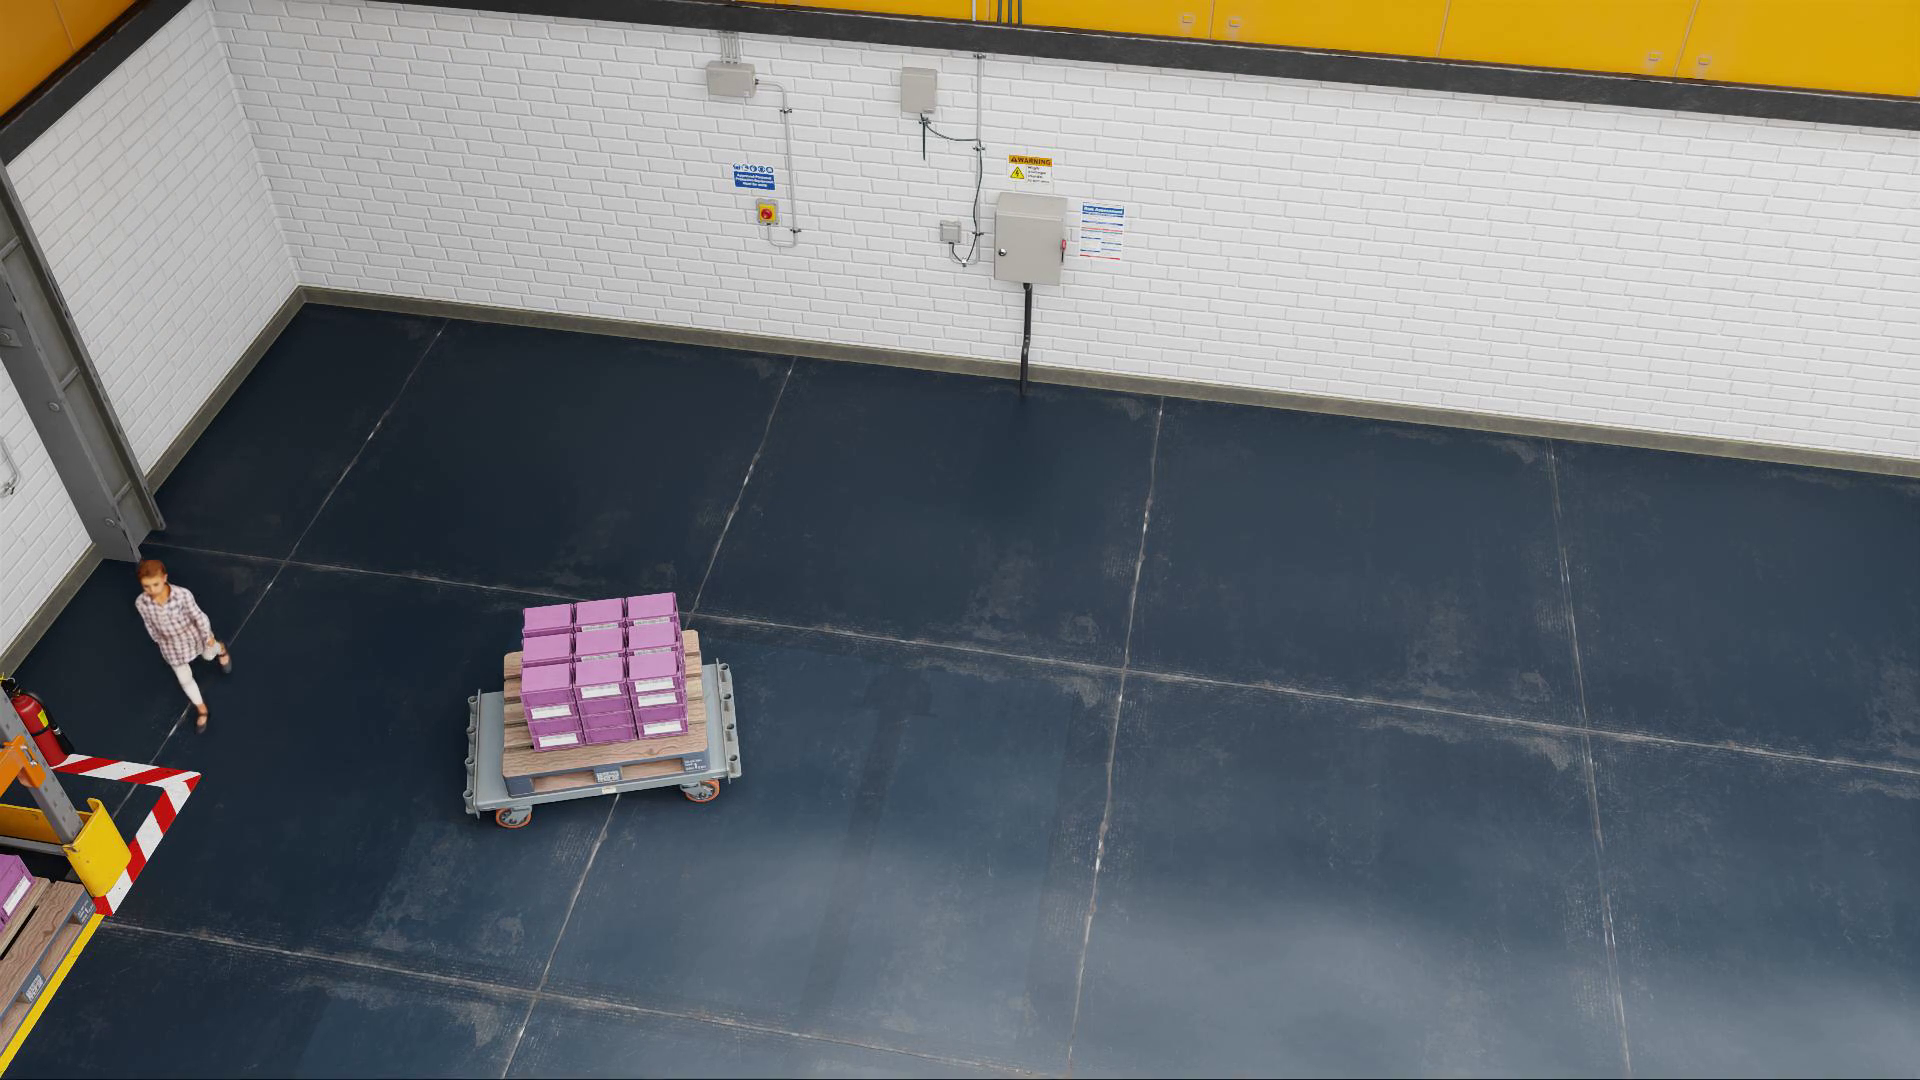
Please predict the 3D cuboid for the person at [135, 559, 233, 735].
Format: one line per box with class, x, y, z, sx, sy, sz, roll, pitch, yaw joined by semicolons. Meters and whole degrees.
person;-4.898;0.554;10.505;0.737;1.288;0.994;-8;44;-8
